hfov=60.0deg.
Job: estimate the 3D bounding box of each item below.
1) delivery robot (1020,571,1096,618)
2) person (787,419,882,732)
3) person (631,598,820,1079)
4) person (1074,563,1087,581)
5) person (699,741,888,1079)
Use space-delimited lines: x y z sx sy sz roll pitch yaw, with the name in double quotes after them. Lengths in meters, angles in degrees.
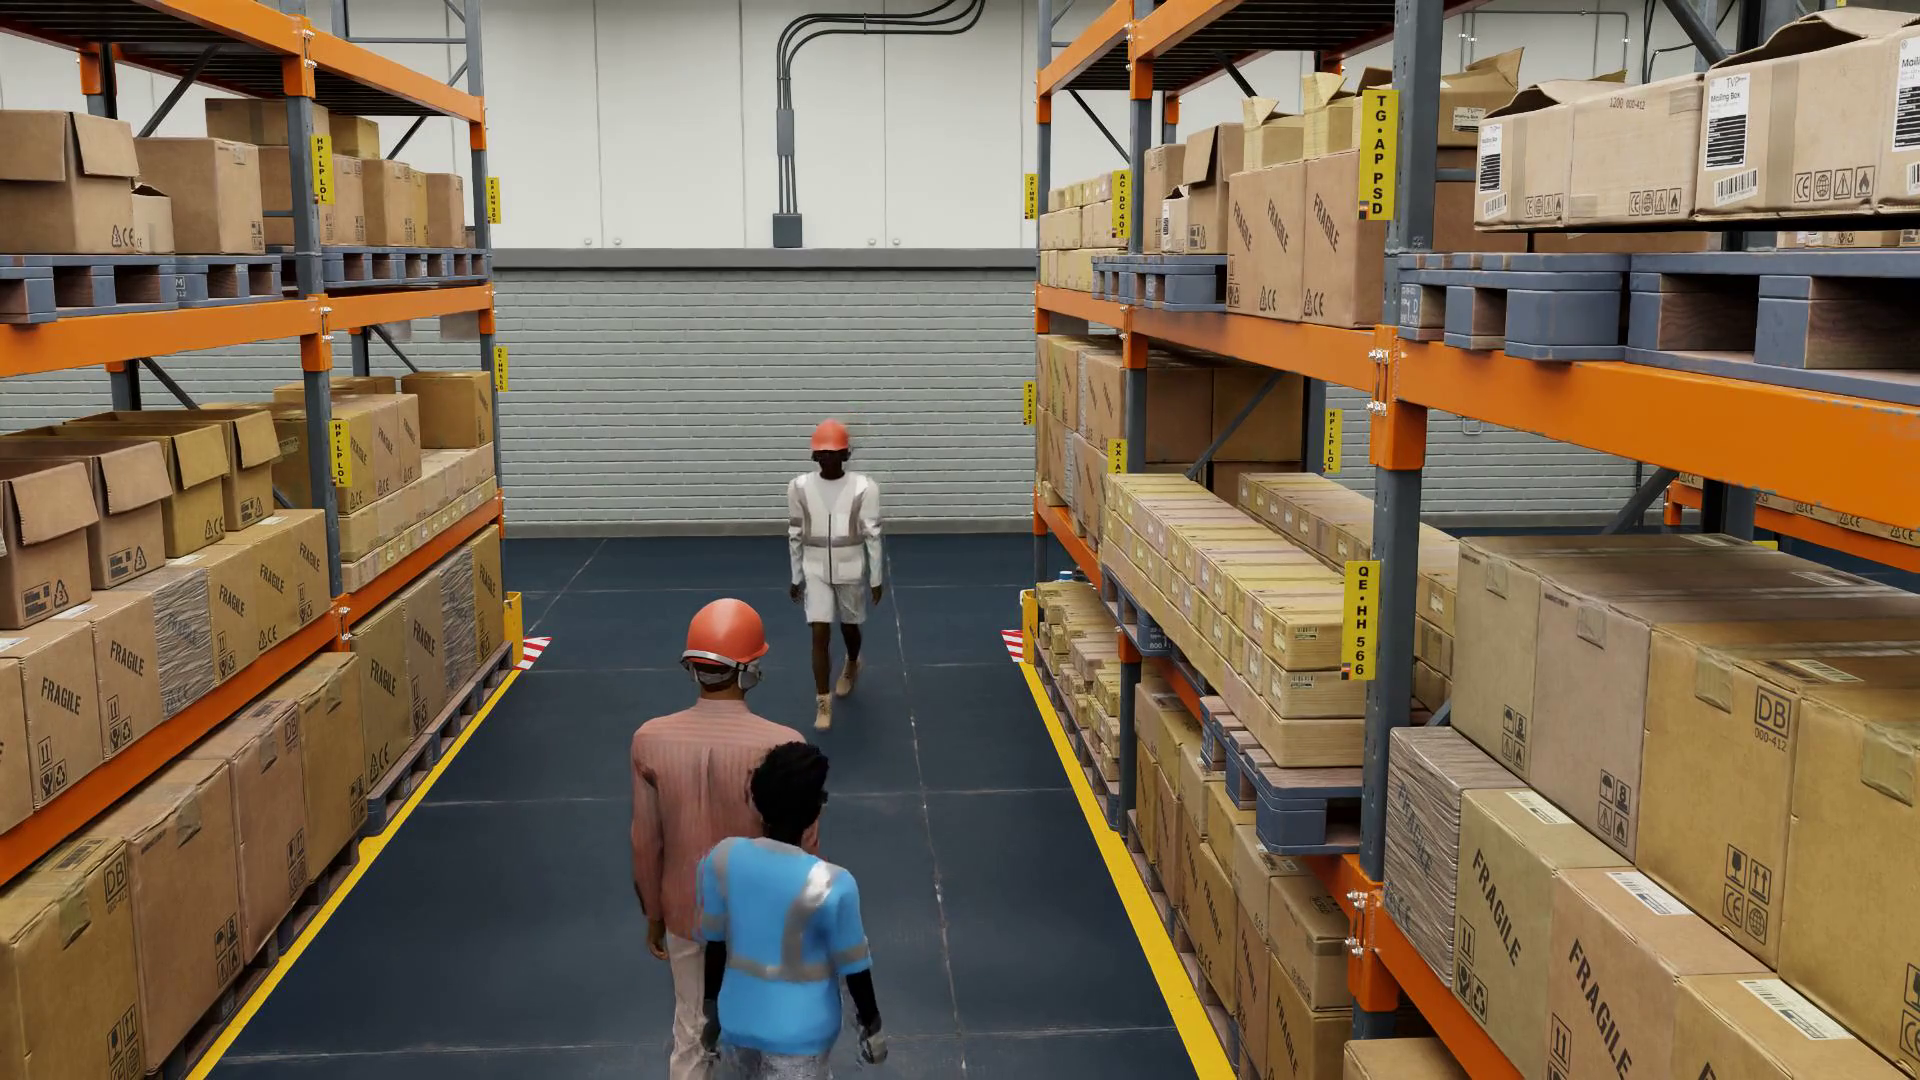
0.834 0.490 13.149 0.707 0.478 0.477 -5 11 -27 "delivery robot"
-0.812 0.184 11.007 0.620 2.010 0.977 0 10 3 "person"
-0.716 1.167 5.208 0.610 1.996 0.379 2 10 13 "person"
1.308 -0.536 15.379 0.613 1.951 0.408 3 10 19 "person"
-0.446 1.391 4.869 0.542 1.652 0.835 8 12 38 "person"
